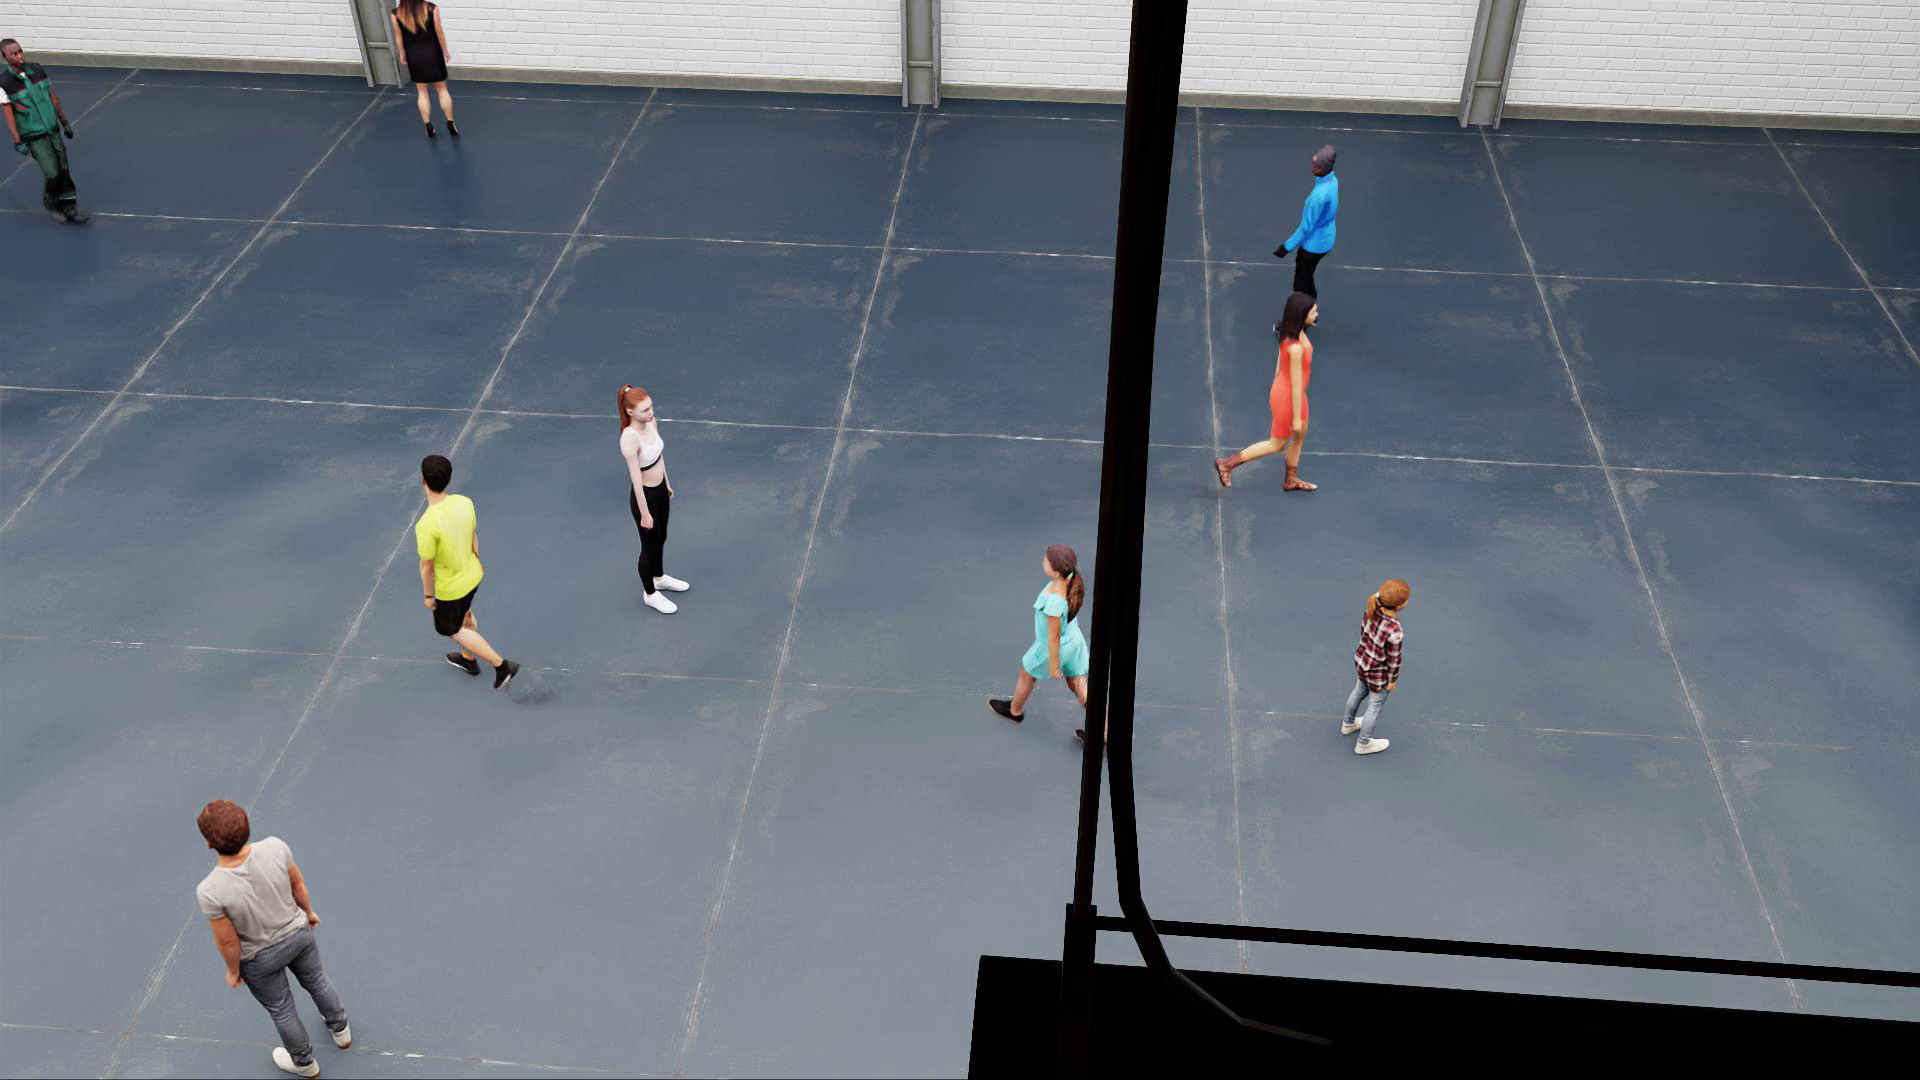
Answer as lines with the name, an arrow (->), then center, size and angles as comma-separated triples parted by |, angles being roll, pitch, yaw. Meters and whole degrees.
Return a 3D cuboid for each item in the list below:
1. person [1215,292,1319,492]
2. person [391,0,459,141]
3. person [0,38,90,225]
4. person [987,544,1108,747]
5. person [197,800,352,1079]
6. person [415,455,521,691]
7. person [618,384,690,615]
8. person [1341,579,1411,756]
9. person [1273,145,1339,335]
person -> 2.308, -1.013, 12.129 | 1.009, 1.695, 0.605 | 3, 39, 4
person -> -5.463, -4.928, 17.016 | 0.640, 1.714, 0.786 | -8, 39, -10
person -> -8.641, -3.815, 15.531 | 0.760, 1.828, 0.766 | 16, 41, 19
person -> 0.672, 0.669, 10.162 | 1.130, 1.521, 0.885 | 22, 43, 25
person -> -3.401, 1.978, 8.221 | 0.754, 1.898, 0.747 | 26, 45, 29
person -> -3.137, 0.253, 10.559 | 1.001, 1.675, 0.821 | 14, 41, 17
person -> -2.092, -0.288, 11.183 | 0.564, 1.742, 0.619 | 9, 39, 11
person -> 2.553, 0.764, 10.218 | 0.601, 1.304, 0.591 | -12, 40, -14
person -> 3.013, -2.430, 13.830 | 0.796, 1.787, 0.759 | 18, 42, 21
